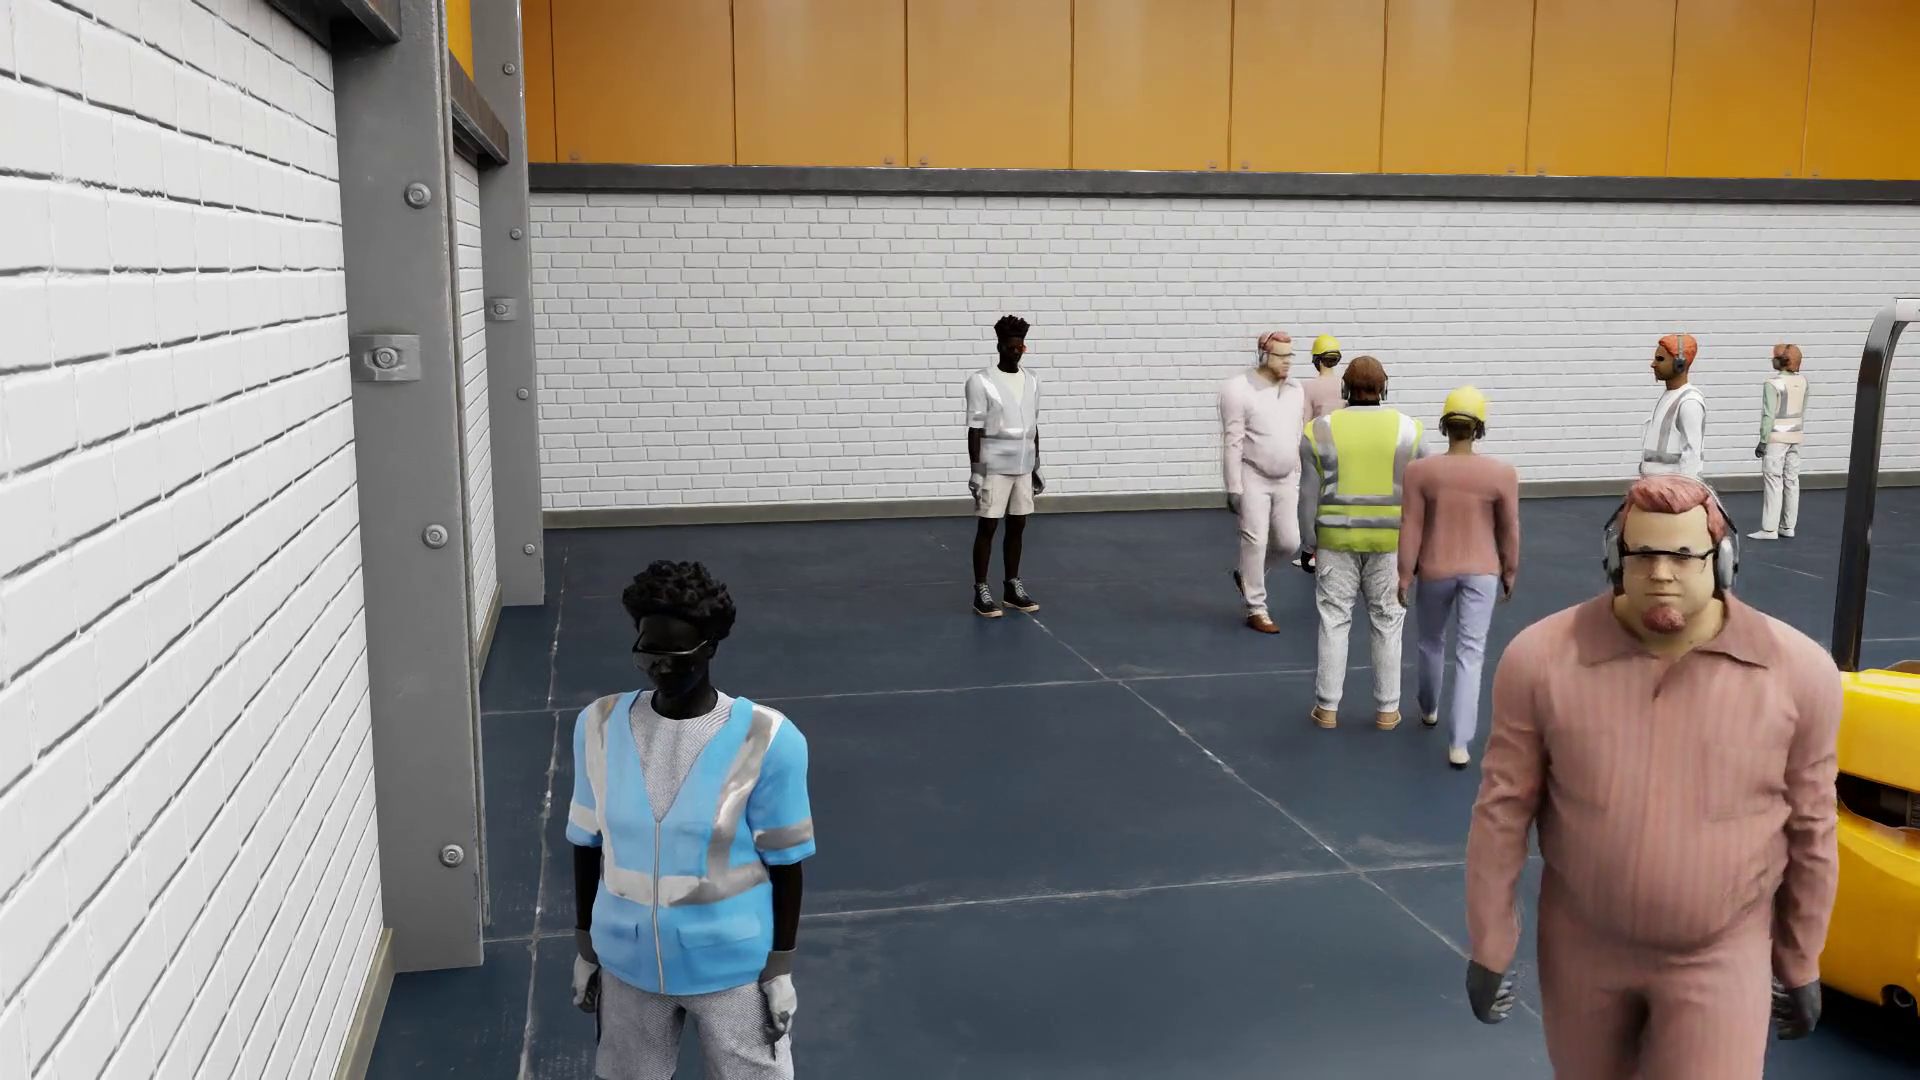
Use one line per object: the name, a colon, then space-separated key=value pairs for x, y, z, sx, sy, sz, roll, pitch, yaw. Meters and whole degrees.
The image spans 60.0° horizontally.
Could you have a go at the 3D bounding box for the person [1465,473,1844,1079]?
person: x=1.318 y=0.813 z=3.227 sx=0.671 sy=1.871 sz=0.850 roll=4 pitch=10 yaw=25

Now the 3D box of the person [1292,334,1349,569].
person: x=2.741 y=-0.664 z=12.562 sx=0.523 sy=1.769 sz=0.314 roll=-4 pitch=10 yaw=-22

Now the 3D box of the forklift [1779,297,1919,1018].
forklift: x=3.542 y=0.334 z=5.177 sx=2.313 sy=2.155 sz=1.214 roll=-9 pitch=13 yaw=-43

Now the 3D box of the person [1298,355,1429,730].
person: x=1.965 y=0.020 z=8.163 sx=0.627 sy=1.844 sz=0.429 roll=2 pitch=9 yaw=9

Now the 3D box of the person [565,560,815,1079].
person: x=-0.563 y=0.870 z=3.428 sx=0.532 sy=1.695 sz=0.319 roll=2 pitch=10 yaw=12

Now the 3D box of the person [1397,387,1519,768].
person: x=2.328 y=0.145 z=7.785 sx=0.536 sy=1.725 sz=0.826 roll=3 pitch=10 yaw=18

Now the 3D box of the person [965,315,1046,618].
person: x=0.305 y=-0.484 z=10.856 sx=0.612 sy=1.962 sz=0.364 roll=-7 pitch=12 yaw=-37

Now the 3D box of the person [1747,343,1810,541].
person: x=6.827 y=-0.812 z=13.829 sx=0.522 sy=1.645 sz=0.306 roll=-5 pitch=11 yaw=-29

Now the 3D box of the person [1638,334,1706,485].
person: x=4.134 y=-0.256 z=9.719 sx=0.356 sy=1.883 sz=0.574 roll=1 pitch=9 yaw=7

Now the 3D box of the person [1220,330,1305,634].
person: x=1.881 y=-0.376 z=10.448 sx=0.641 sy=1.885 sz=0.552 roll=-5 pitch=10 yaw=-27
